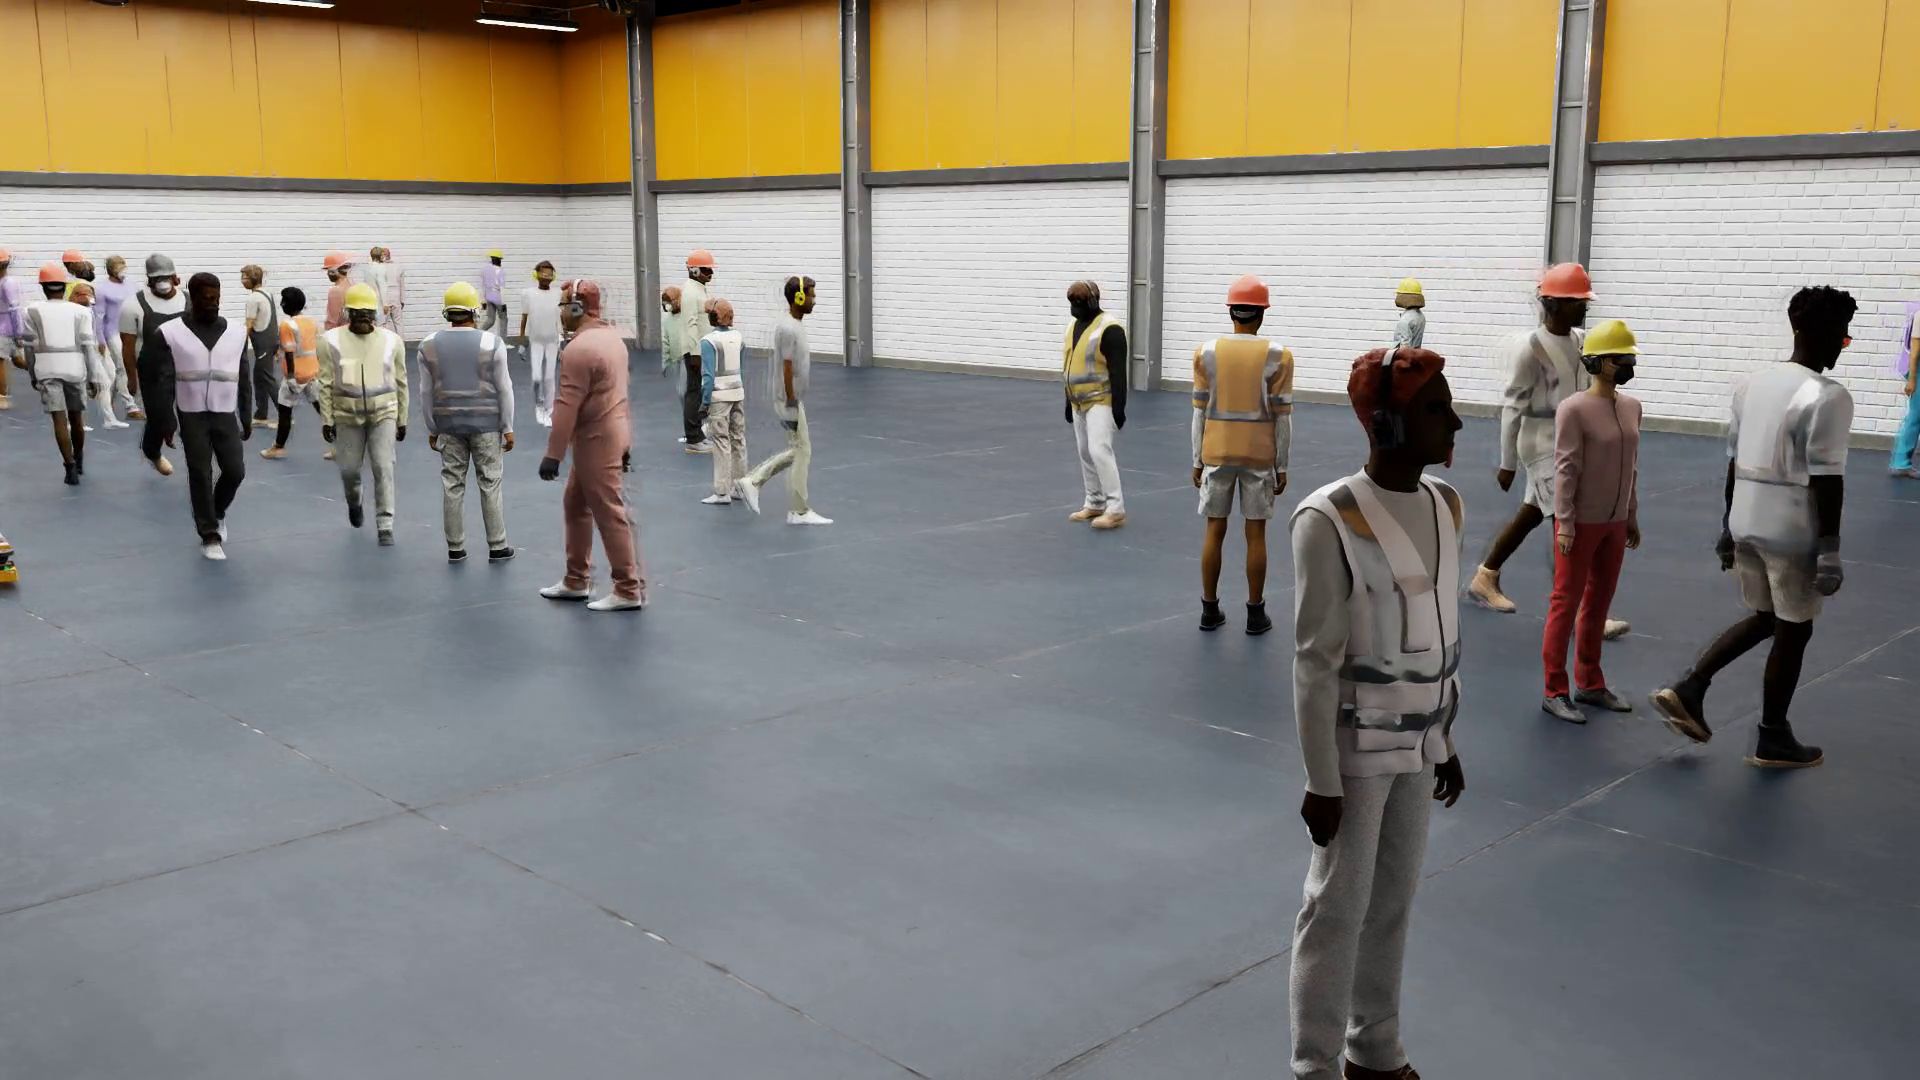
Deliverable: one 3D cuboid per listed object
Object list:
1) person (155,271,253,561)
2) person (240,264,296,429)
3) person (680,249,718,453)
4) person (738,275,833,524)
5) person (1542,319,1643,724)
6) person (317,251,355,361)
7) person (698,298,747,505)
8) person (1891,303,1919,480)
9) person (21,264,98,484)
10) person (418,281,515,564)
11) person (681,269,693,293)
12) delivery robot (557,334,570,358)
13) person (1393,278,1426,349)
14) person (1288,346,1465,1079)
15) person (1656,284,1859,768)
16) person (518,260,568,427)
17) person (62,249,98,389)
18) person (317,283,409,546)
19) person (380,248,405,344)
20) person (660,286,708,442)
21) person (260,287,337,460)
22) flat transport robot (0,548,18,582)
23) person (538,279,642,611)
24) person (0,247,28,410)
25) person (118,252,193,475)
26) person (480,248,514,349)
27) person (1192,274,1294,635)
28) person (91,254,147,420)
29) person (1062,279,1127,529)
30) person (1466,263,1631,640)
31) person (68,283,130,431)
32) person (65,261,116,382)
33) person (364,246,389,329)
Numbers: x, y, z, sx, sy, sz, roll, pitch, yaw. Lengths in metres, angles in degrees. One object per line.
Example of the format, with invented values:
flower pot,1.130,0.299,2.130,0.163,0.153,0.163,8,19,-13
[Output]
person,-5.017,-0.828,11.058,0.606,1.903,0.543,-9,14,-40
person,-7.675,-2.104,18.265,0.665,1.820,0.520,-1,10,-4
person,-2.555,-1.857,16.394,0.395,1.993,0.614,0,10,2
person,-1.295,-1.019,12.268,0.632,1.845,0.533,0,10,2
person,2.815,-0.086,7.353,0.524,1.772,0.301,-7,12,-32
person,-6.422,-2.017,17.341,0.497,1.968,0.609,0,10,-2
person,-1.886,-1.101,13.238,0.310,1.642,0.514,6,12,28
person,8.492,-1.402,14.359,0.718,1.821,0.600,9,14,42
person,-7.833,-1.450,14.494,0.539,1.884,0.969,-7,13,-35
person,-3.184,-0.753,10.809,0.590,1.837,0.404,0,10,-1
person,-3.164,-2.463,20.125,0.429,1.840,0.630,-3,11,-16
delivery robot,-6.838,-3.301,27.943,0.707,0.478,0.477,9,14,40
person,4.119,-1.542,15.365,0.295,1.744,0.484,6,12,31
person,0.981,0.495,3.871,0.575,1.884,0.355,-10,14,-43
person,3.217,-0.037,6.612,0.570,1.947,0.625,-1,10,-6
person,-4.636,-2.178,18.548,0.559,1.847,0.379,-4,11,-21
person,-12.260,-3.059,23.103,0.362,1.939,0.543,-6,12,-28
person,-4.152,-0.885,11.606,0.596,1.812,0.651,-4,11,-19
person,-10.424,-4.360,30.293,0.408,1.906,0.638,10,14,43
person,-2.862,-1.804,17.133,0.533,1.605,0.378,9,14,41
person,-6.233,-1.566,15.747,0.896,1.651,0.541,3,11,14
flat transport robot,-6.409,0.088,10.492,0.652,0.197,1.431,-7,13,-35
person,-2.177,-0.523,9.422,0.788,1.878,0.665,0,10,2
person,-11.563,-2.594,20.396,0.916,2.010,0.619,-6,12,-30
person,-6.773,-1.476,14.190,0.705,2.000,0.790,-8,13,-37
person,-8.745,-4.500,31.102,0.585,1.896,0.783,6,12,30
person,1.510,-0.452,8.934,0.539,1.930,0.382,3,11,16
person,-9.759,-2.343,19.257,0.722,1.924,0.638,4,11,21
person,0.969,-1.000,12.226,0.438,1.820,0.653,-5,12,-26
person,3.200,-0.505,9.067,0.629,1.998,1.070,-8,13,-38
person,-9.437,-1.975,18.085,0.716,1.605,0.531,-1,10,-4
person,-11.665,-2.823,22.223,0.643,1.795,0.953,7,13,34
person,-9.976,-4.053,28.525,0.378,1.940,0.629,-10,14,-42
